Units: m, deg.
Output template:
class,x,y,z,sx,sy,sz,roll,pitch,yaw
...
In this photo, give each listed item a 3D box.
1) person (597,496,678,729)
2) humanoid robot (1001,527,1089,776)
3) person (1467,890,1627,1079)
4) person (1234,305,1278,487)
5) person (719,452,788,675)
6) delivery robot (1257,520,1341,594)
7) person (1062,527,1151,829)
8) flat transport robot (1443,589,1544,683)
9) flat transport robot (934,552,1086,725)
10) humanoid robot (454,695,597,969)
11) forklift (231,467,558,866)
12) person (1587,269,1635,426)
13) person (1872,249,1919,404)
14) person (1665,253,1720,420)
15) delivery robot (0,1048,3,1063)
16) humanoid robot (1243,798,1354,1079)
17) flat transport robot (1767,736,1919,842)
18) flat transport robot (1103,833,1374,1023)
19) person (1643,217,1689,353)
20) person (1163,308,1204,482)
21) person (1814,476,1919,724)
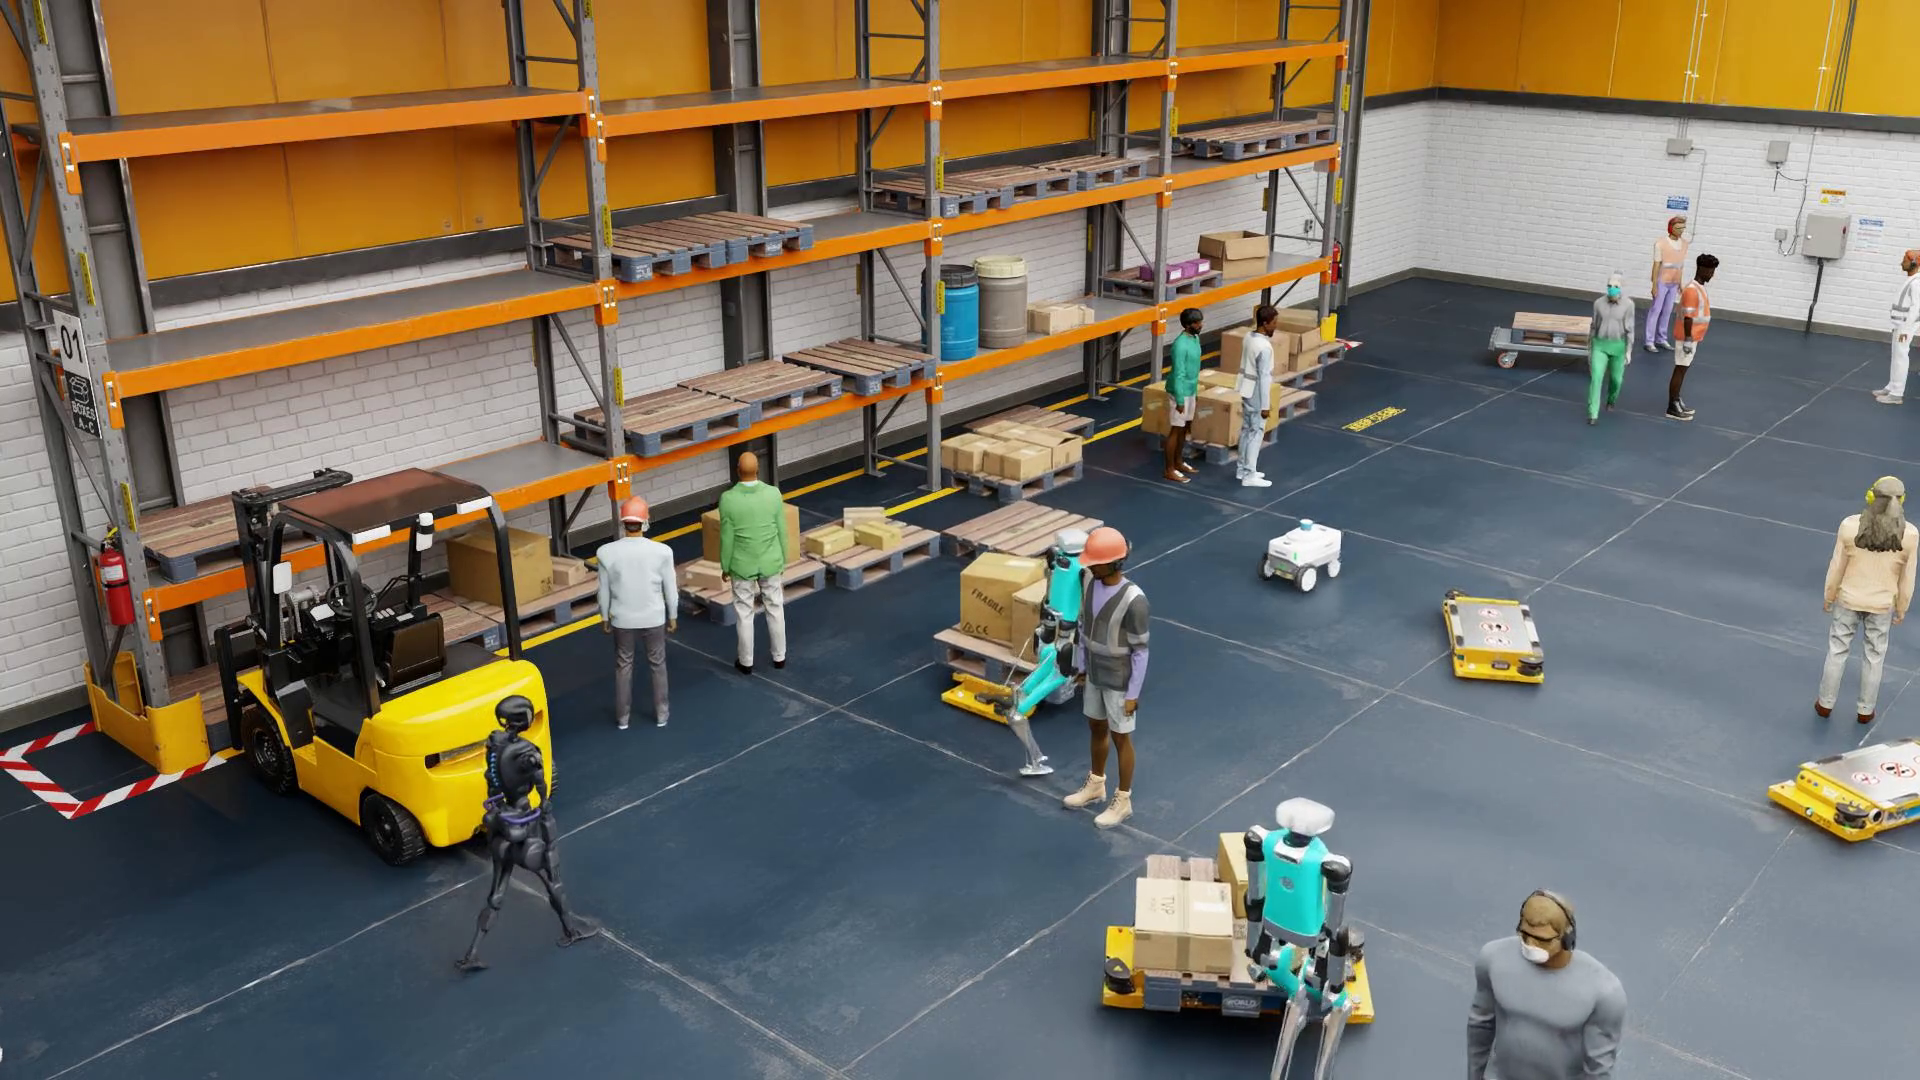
class,x,y,z,sx,sy,sz,roll,pitch,yaw
person,-2.316,0.523,12.008,0.574,1.737,0.351,-2,20,-7
humanoid robot,0.528,0.823,11.238,0.722,1.806,0.530,-11,23,-26
person,2.380,2.306,6.922,0.639,1.915,0.780,15,25,35
person,3.064,-1.490,17.226,0.401,1.909,0.598,-3,21,-9
person,-1.594,0.182,12.871,0.538,1.784,0.388,-6,21,-17
delivery robot,3.058,0.119,14.817,0.797,0.595,0.499,-17,26,-39
person,0.934,0.873,10.643,0.400,2.034,0.607,-12,24,-30
flat transport robot,4.299,0.773,13.456,0.659,0.231,1.431,4,21,11
flat transport robot,0.568,1.024,12.775,0.659,0.231,1.431,16,26,37
humanoid robot,-2.477,1.616,9.235,0.608,1.634,0.816,17,26,38
forklift,-3.730,0.710,10.856,2.313,2.155,1.214,17,26,38
person,7.642,-2.294,19.538,0.508,1.814,0.832,10,22,24
person,11.501,-2.606,20.280,0.337,1.882,0.583,8,22,20
person,8.638,-2.413,19.652,0.384,1.959,0.601,12,23,29
delivery robot,-5.192,2.549,8.212,0.778,0.581,0.499,-9,22,-22
humanoid robot,1.700,1.984,8.049,0.534,1.787,0.729,16,25,36
flat transport robot,6.181,1.648,11.086,1.431,0.231,0.659,-9,22,-22
flat transport robot,1.520,2.353,9.175,1.431,0.231,0.659,2,20,7
person,9.660,-3.499,22.755,0.565,1.846,0.390,-10,22,-25
person,2.332,-1.531,17.443,0.389,1.841,0.487,10,22,24
person,6.560,0.441,12.039,0.565,1.877,0.406,10,22,25
